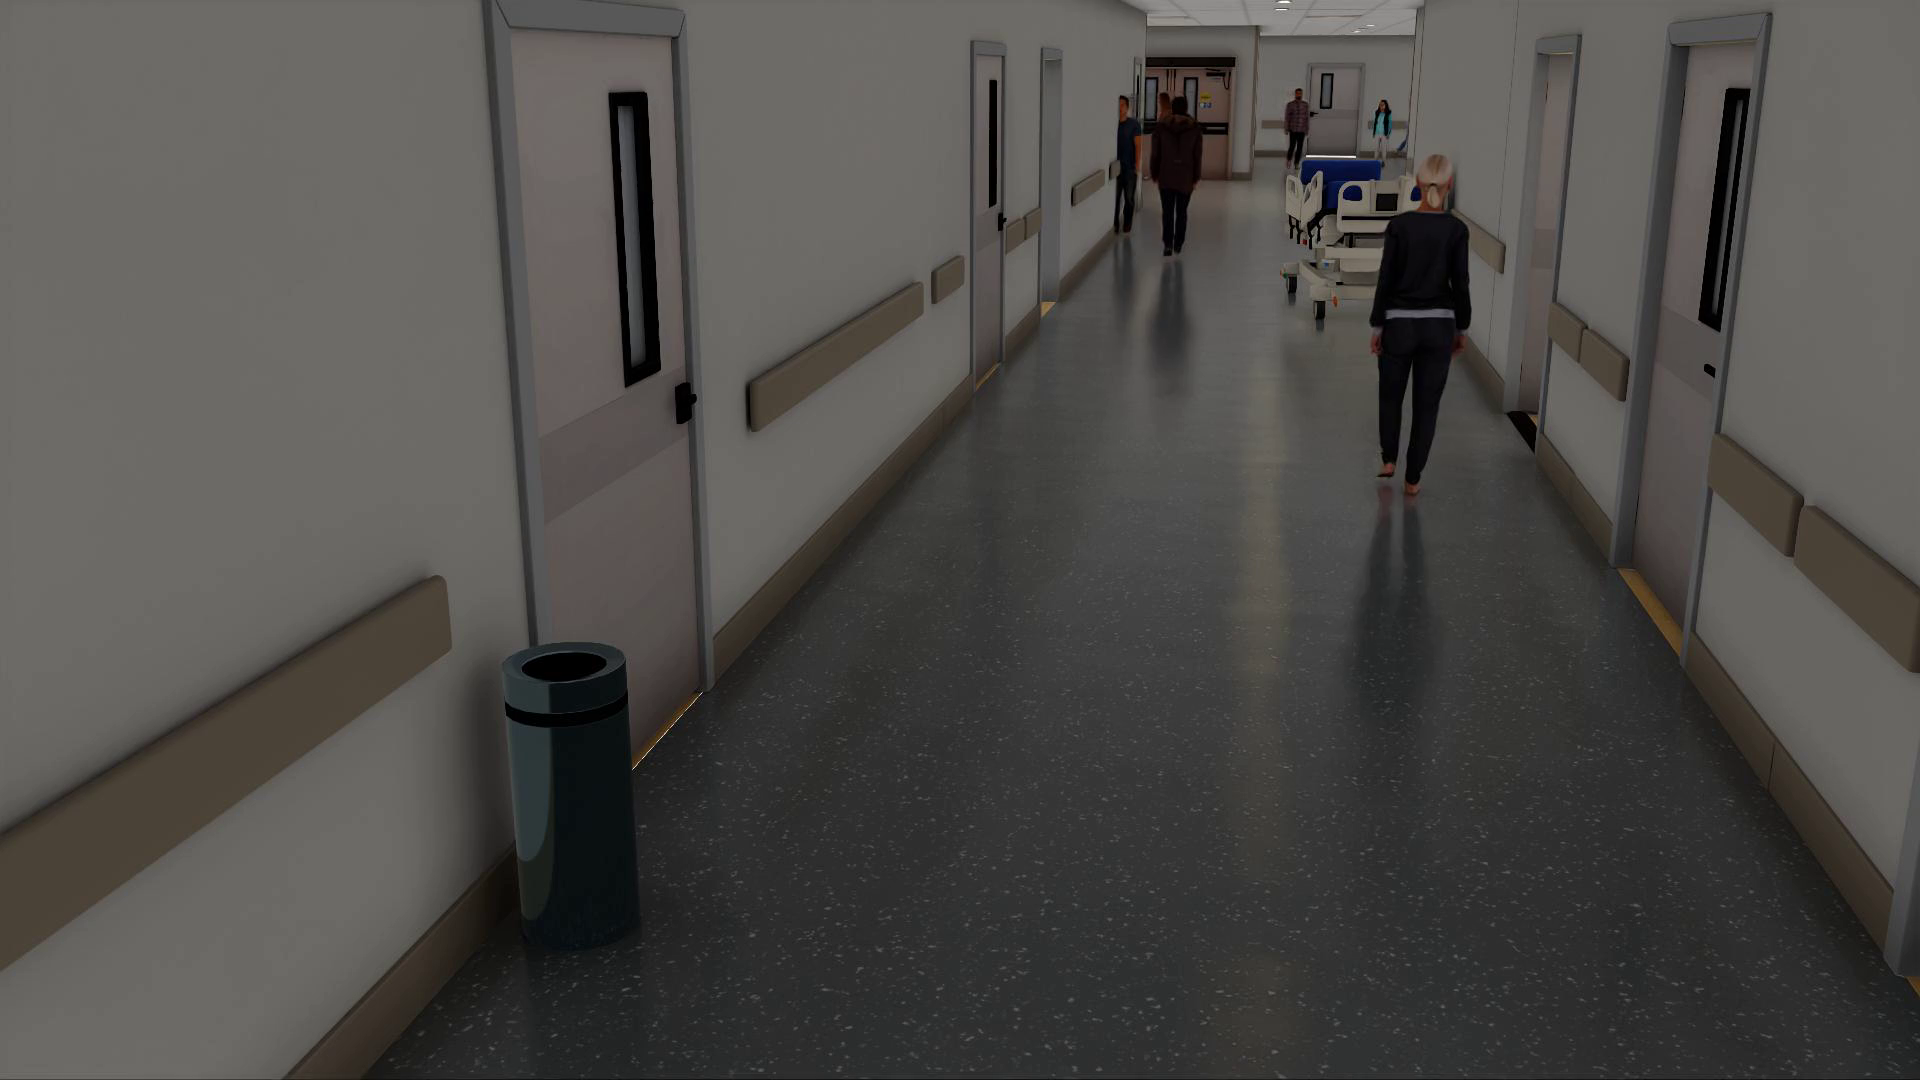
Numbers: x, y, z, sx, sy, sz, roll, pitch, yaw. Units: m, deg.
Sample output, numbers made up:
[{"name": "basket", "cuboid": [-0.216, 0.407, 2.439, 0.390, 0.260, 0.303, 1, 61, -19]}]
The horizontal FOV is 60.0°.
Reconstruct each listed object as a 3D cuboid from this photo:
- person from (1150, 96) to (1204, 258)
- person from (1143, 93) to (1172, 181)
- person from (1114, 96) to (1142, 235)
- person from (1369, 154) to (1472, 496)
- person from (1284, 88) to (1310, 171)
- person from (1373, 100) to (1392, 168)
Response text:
[{"name": "person", "cuboid": [2.482, -4.146, 19.178, 1.152, 1.804, 0.866, 2, 16, 6]}, {"name": "person", "cuboid": [4.128, -7.908, 32.737, 1.103, 1.688, 0.692, 1, 16, 4]}, {"name": "person", "cuboid": [2.185, -4.941, 22.049, 1.050, 1.777, 0.714, 3, 16, 10]}, {"name": "person", "cuboid": [2.321, -1.072, 8.443, 0.588, 1.713, 0.745, 5, 16, 17]}, {"name": "person", "cuboid": [7.423, -9.051, 36.677, 0.758, 1.749, 0.851, -2, 16, -6]}, {"name": "person", "cuboid": [9.653, -9.306, 38.043, 0.646, 1.500, 0.731, 12, 20, 36]}]
